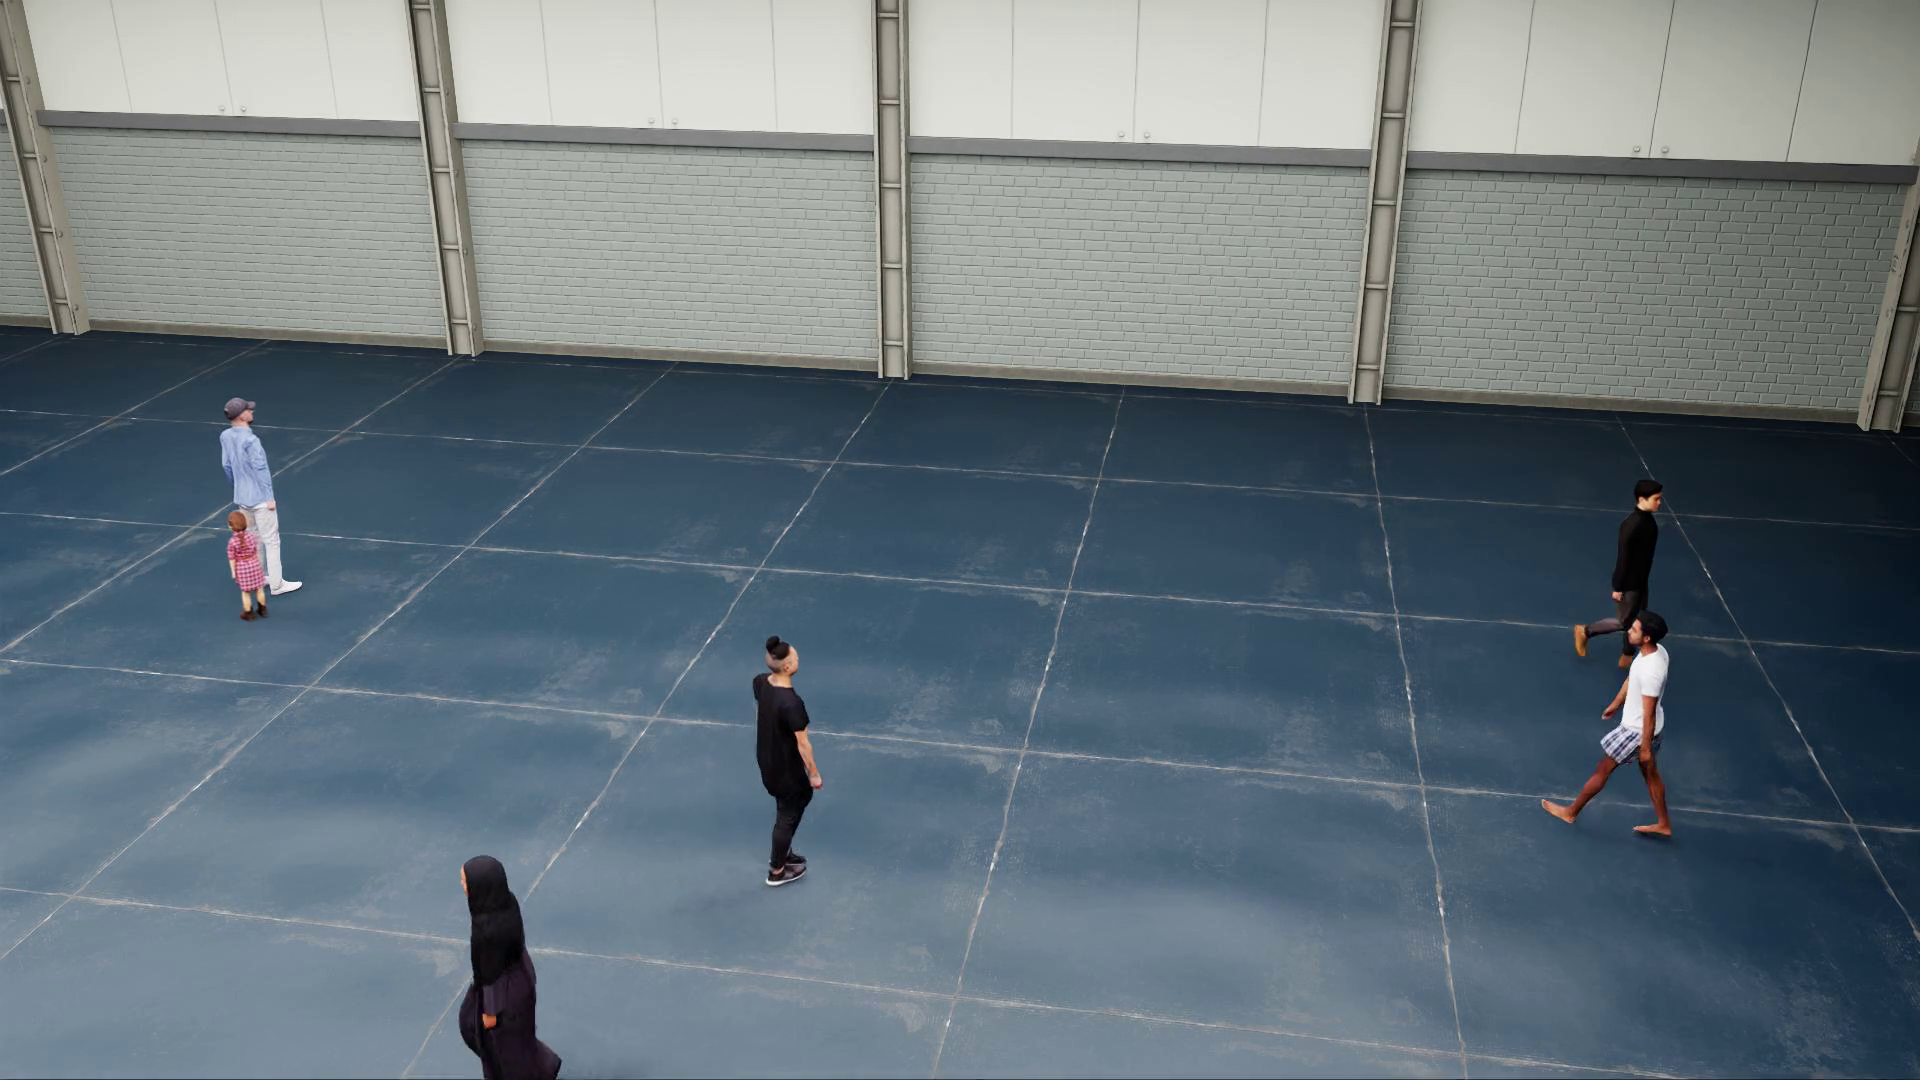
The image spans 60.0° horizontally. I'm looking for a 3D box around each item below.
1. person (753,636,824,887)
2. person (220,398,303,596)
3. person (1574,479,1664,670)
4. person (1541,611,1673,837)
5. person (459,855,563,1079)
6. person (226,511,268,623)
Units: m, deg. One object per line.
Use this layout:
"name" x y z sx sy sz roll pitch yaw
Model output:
"person" -1.223 1.465 10.895 0.844 1.853 0.801 -13 26 -27
"person" -6.468 -0.408 15.254 0.637 1.888 0.789 13 26 28
"person" 5.527 0.295 13.832 1.026 1.709 0.913 19 30 38
"person" 4.773 1.314 11.464 1.180 1.686 0.853 11 25 23
"person" -2.386 2.401 9.013 0.863 1.604 0.772 -6 24 -13
"person" -6.386 0.228 14.867 0.532 1.021 0.490 18 29 35
